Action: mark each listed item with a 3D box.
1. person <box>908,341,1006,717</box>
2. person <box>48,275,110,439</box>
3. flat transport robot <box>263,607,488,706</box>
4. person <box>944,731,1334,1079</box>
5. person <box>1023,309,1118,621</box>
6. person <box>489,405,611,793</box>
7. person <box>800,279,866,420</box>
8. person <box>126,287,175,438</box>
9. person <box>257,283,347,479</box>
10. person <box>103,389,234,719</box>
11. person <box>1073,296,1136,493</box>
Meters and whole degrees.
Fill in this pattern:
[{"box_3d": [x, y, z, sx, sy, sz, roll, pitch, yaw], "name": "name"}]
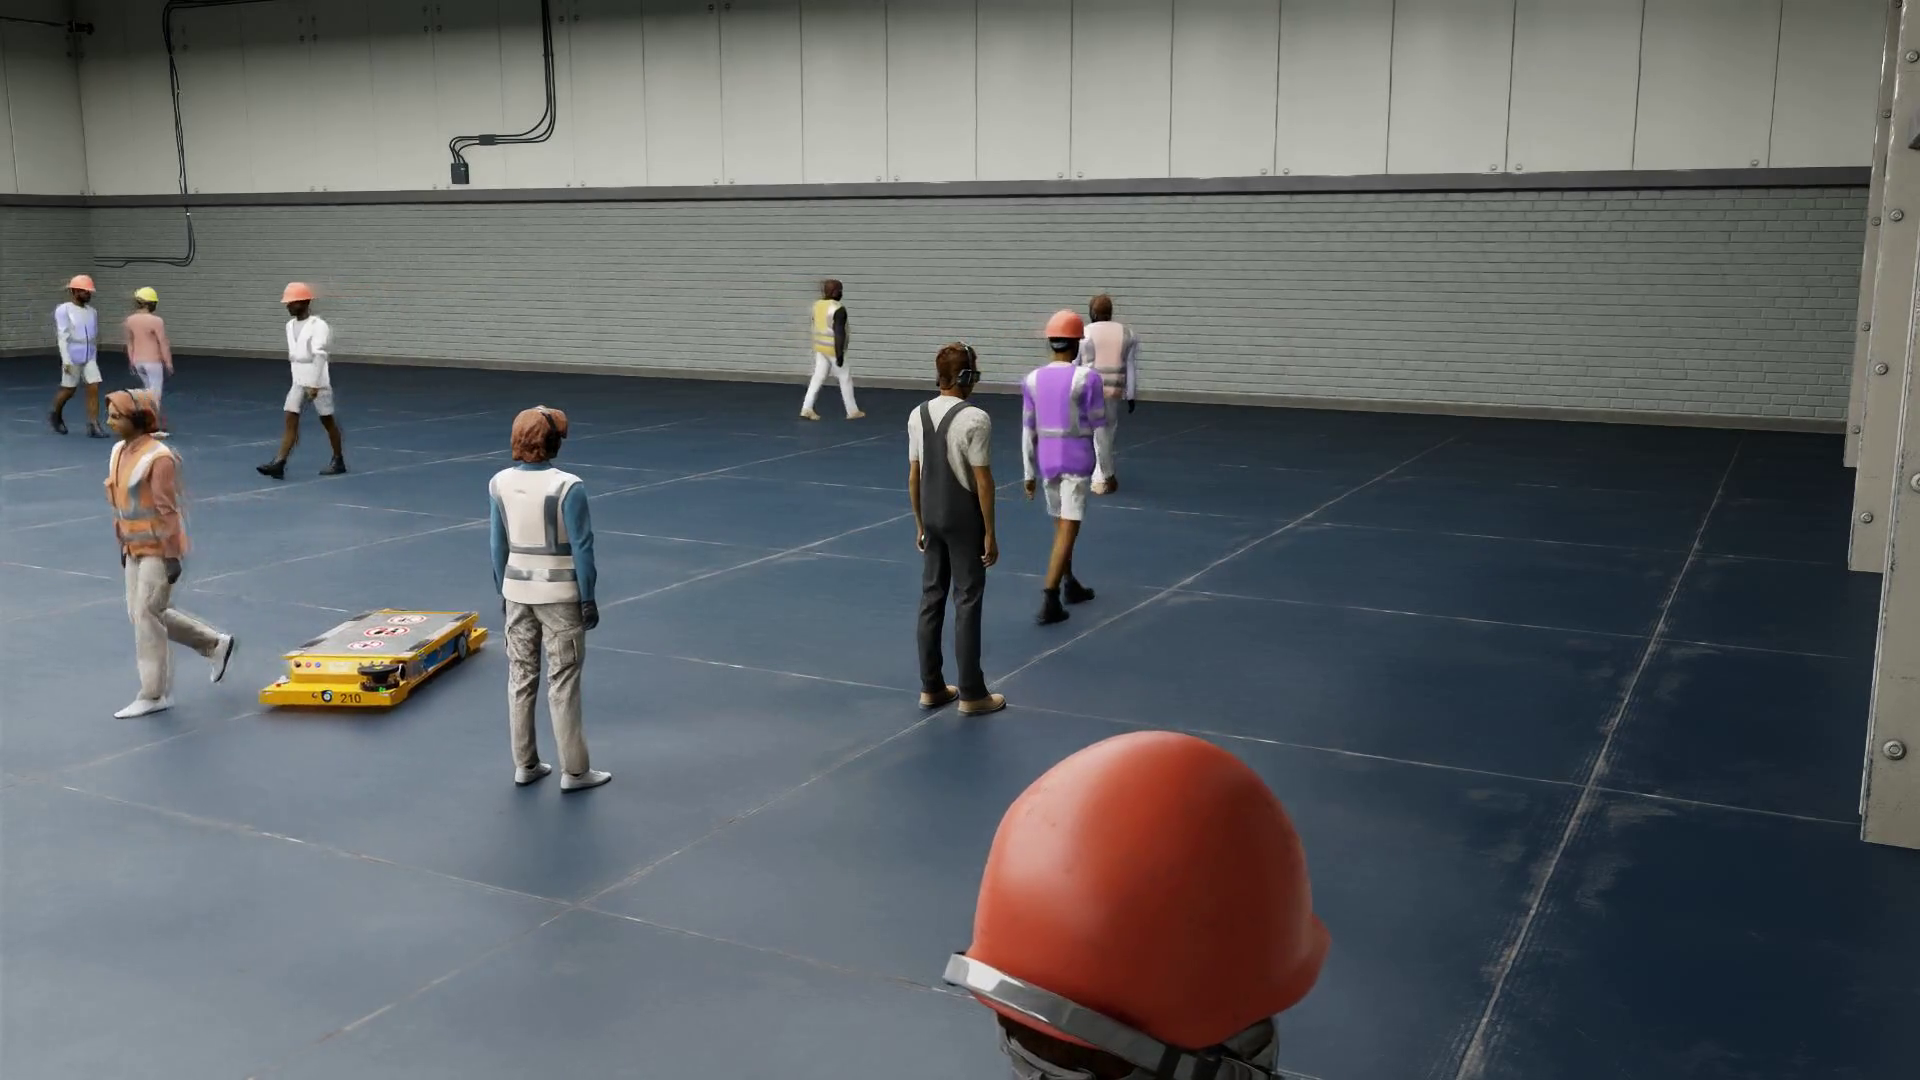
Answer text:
[{"box_3d": [-0.023, -0.052, 8.176, 0.505, 1.841, 0.346, 8, 13, 37], "name": "person"}, {"box_3d": [-10.322, -2.137, 19.384, 0.878, 1.904, 0.562, 5, 11, 25], "name": "person"}, {"box_3d": [-3.086, 0.601, 8.898, 0.652, 0.197, 1.431, 1, 10, 3], "name": "flat transport robot"}, {"box_3d": [0.128, 1.124, 1.341, 0.612, 1.995, 0.376, 7, 12, 34], "name": "person"}, {"box_3d": [0.659, -0.471, 10.313, 0.553, 1.923, 0.747, 8, 13, 38], "name": "person"}, {"box_3d": [-1.755, 0.254, 7.046, 0.512, 1.642, 0.312, 5, 12, 25], "name": "person"}, {"box_3d": [-1.652, -2.415, 21.188, 0.937, 1.800, 0.636, -9, 14, -40], "name": "person"}, {"box_3d": [-9.430, -2.059, 19.379, 0.533, 1.754, 0.387, 5, 11, 25], "name": "person"}, {"box_3d": [-6.368, -1.521, 16.052, 0.549, 1.891, 0.963, 5, 11, 25], "name": "person"}, {"box_3d": [-3.956, 0.046, 8.255, 0.518, 1.619, 0.588, 9, 14, 40], "name": "person"}, {"box_3d": [1.274, -1.360, 15.442, 0.649, 1.799, 0.875, -3, 11, -16], "name": "person"}]
